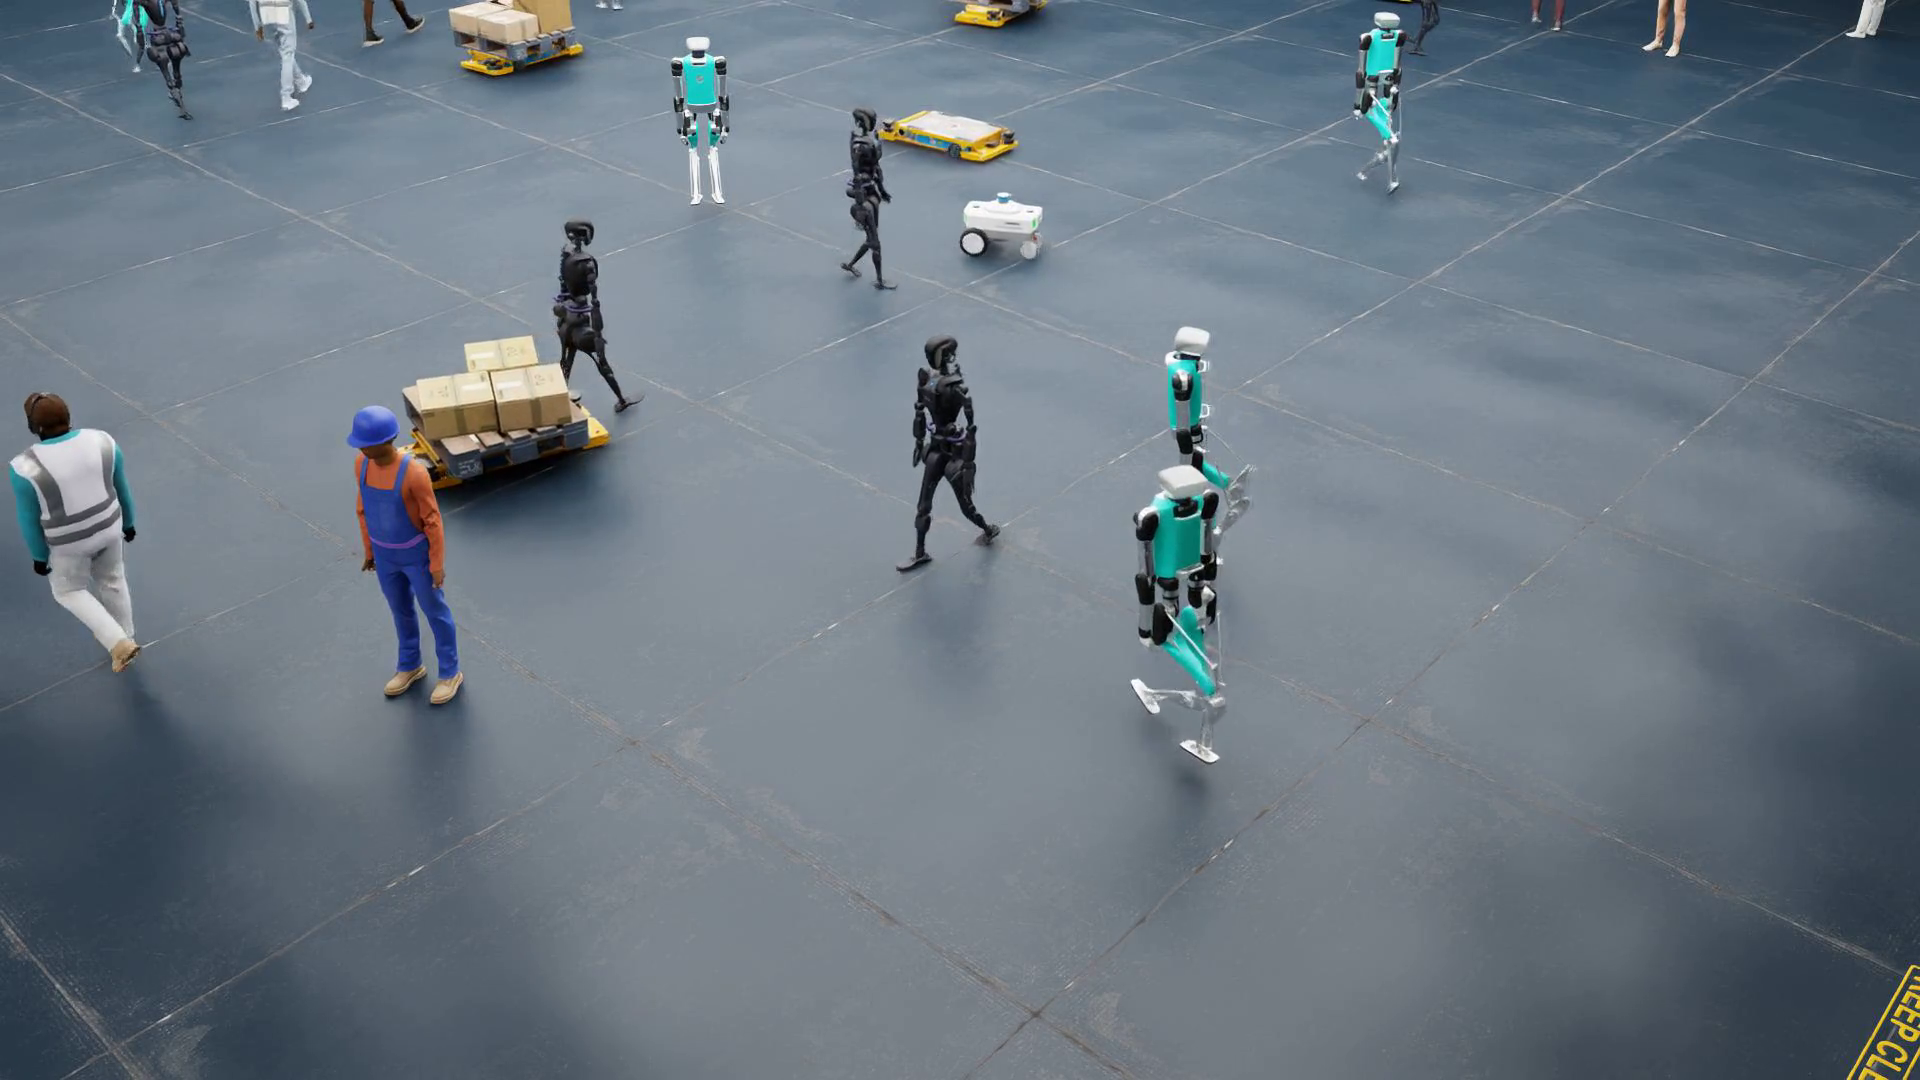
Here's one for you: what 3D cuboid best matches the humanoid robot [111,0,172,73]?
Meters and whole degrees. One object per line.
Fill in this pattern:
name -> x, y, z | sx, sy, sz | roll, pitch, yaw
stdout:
humanoid robot -> -10.215, -6.616, 20.411 | 0.544, 1.764, 0.766 | 8, 33, 13

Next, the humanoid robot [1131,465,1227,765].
humanoid robot -> 1.280, 0.472, 9.005 | 0.538, 1.726, 1.014 | -20, 37, -29

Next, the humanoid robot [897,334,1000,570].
humanoid robot -> -0.062, -0.578, 10.813 | 0.779, 1.646, 0.615 | -24, 39, -34

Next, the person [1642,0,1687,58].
person -> 9.065, -7.081, 21.055 | 0.401, 1.862, 0.531 | -18, 36, -26

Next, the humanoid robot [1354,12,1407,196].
humanoid robot -> 4.373, -4.344, 16.809 | 0.532, 1.782, 0.998 | -13, 34, -20

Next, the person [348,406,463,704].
person -> -3.171, 0.079, 9.478 | 0.519, 1.905, 0.371 | 10, 33, 16

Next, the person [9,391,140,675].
person -> -5.094, -0.017, 9.707 | 0.526, 1.823, 0.641 | 20, 37, 29

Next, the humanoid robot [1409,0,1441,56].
humanoid robot -> 5.970, -6.985, 21.065 | 0.347, 1.640, 0.616 | 12, 34, 18

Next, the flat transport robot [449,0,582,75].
flat transport robot -> -5.605, -6.201, 21.139 | 0.659, 0.231, 1.431 | 22, 38, 31

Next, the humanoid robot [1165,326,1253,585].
humanoid robot -> 1.632, -0.473, 10.591 | 0.743, 1.848, 0.538 | 4, 32, 7

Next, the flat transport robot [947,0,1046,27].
flat transport robot -> 0.566, -7.403, 23.076 | 0.659, 0.231, 1.431 | 17, 36, 26

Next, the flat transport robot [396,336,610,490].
flat transport robot -> -3.402, -0.743, 12.350 | 1.431, 0.231, 0.659 | -19, 36, -27

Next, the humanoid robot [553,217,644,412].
humanoid robot -> -2.857, -1.668, 12.550 | 0.782, 1.623, 0.607 | -22, 38, -31

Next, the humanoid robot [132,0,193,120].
humanoid robot -> -9.137, -5.674, 18.988 | 0.744, 1.631, 0.601 | 23, 39, 32

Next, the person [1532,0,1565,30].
person -> 7.948, -7.773, 22.236 | 0.593, 1.781, 0.463 | 8, 33, 13

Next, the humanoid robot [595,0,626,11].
humanoid robot -> -4.995, -8.215, 22.989 | 0.590, 1.776, 0.856 | -6, 32, -9

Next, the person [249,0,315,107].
person -> -7.910, -6.067, 19.409 | 0.596, 1.864, 1.015 | 4, 32, 6

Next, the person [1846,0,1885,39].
person -> 12.060, -7.421, 21.802 | 0.517, 1.640, 0.305 | -17, 36, -25

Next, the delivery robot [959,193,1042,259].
delivery robot -> 0.376, -2.966, 15.676 | 0.796, 0.612, 0.499 | 7, 33, 11

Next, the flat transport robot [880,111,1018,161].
flat transport robot -> -0.130, -4.471, 18.354 | 1.431, 0.231, 0.659 | 21, 38, 30

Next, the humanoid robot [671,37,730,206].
humanoid robot -> -2.526, -4.153, 16.320 | 0.533, 1.681, 0.735 | -5, 32, -8

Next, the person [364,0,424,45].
person -> -7.550, -7.493, 21.665 | 0.609, 1.900, 1.017 | 12, 34, 18

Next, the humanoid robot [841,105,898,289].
humanoid robot -> -0.819, -3.062, 14.789 | 0.615, 1.651, 0.613 | 11, 33, 16
